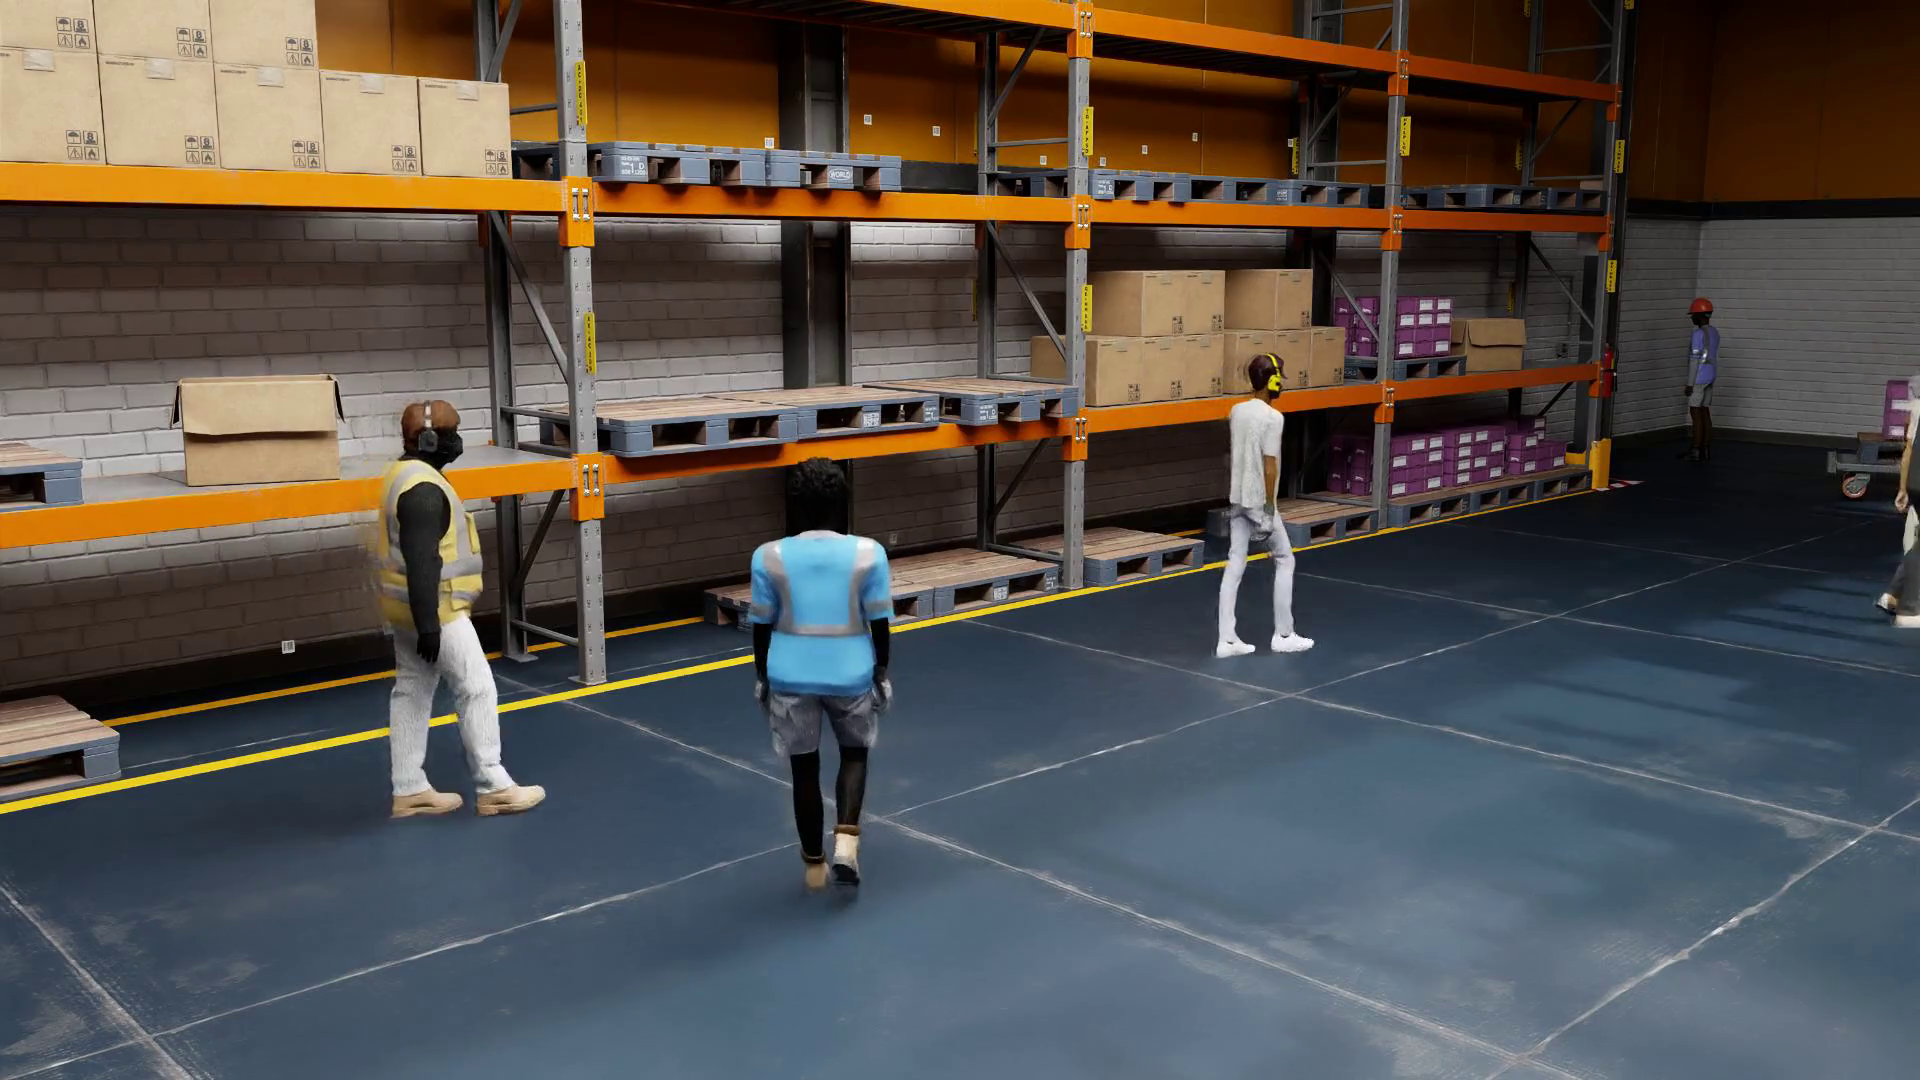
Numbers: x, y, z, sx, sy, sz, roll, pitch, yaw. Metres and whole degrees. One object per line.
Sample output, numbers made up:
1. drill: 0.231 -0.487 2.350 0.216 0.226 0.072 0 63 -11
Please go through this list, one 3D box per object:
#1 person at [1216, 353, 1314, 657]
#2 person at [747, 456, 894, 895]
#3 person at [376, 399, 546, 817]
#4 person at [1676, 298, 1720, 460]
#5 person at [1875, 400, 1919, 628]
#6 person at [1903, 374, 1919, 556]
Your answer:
1. person: 1.868 -0.210 10.166 0.781 1.833 0.524 -6 12 -32
2. person: -0.527 0.521 6.301 0.552 1.683 0.361 -1 10 -5
3. person: -2.151 0.301 7.212 0.756 1.819 0.654 -5 11 -25
4. person: 8.840 -1.921 19.919 0.540 1.931 0.382 -9 14 -44
5. person: 6.330 -0.301 10.755 0.405 1.813 0.511 -1 10 -8
6. person: 7.369 -0.629 12.523 0.329 1.873 0.514 -7 12 -35
